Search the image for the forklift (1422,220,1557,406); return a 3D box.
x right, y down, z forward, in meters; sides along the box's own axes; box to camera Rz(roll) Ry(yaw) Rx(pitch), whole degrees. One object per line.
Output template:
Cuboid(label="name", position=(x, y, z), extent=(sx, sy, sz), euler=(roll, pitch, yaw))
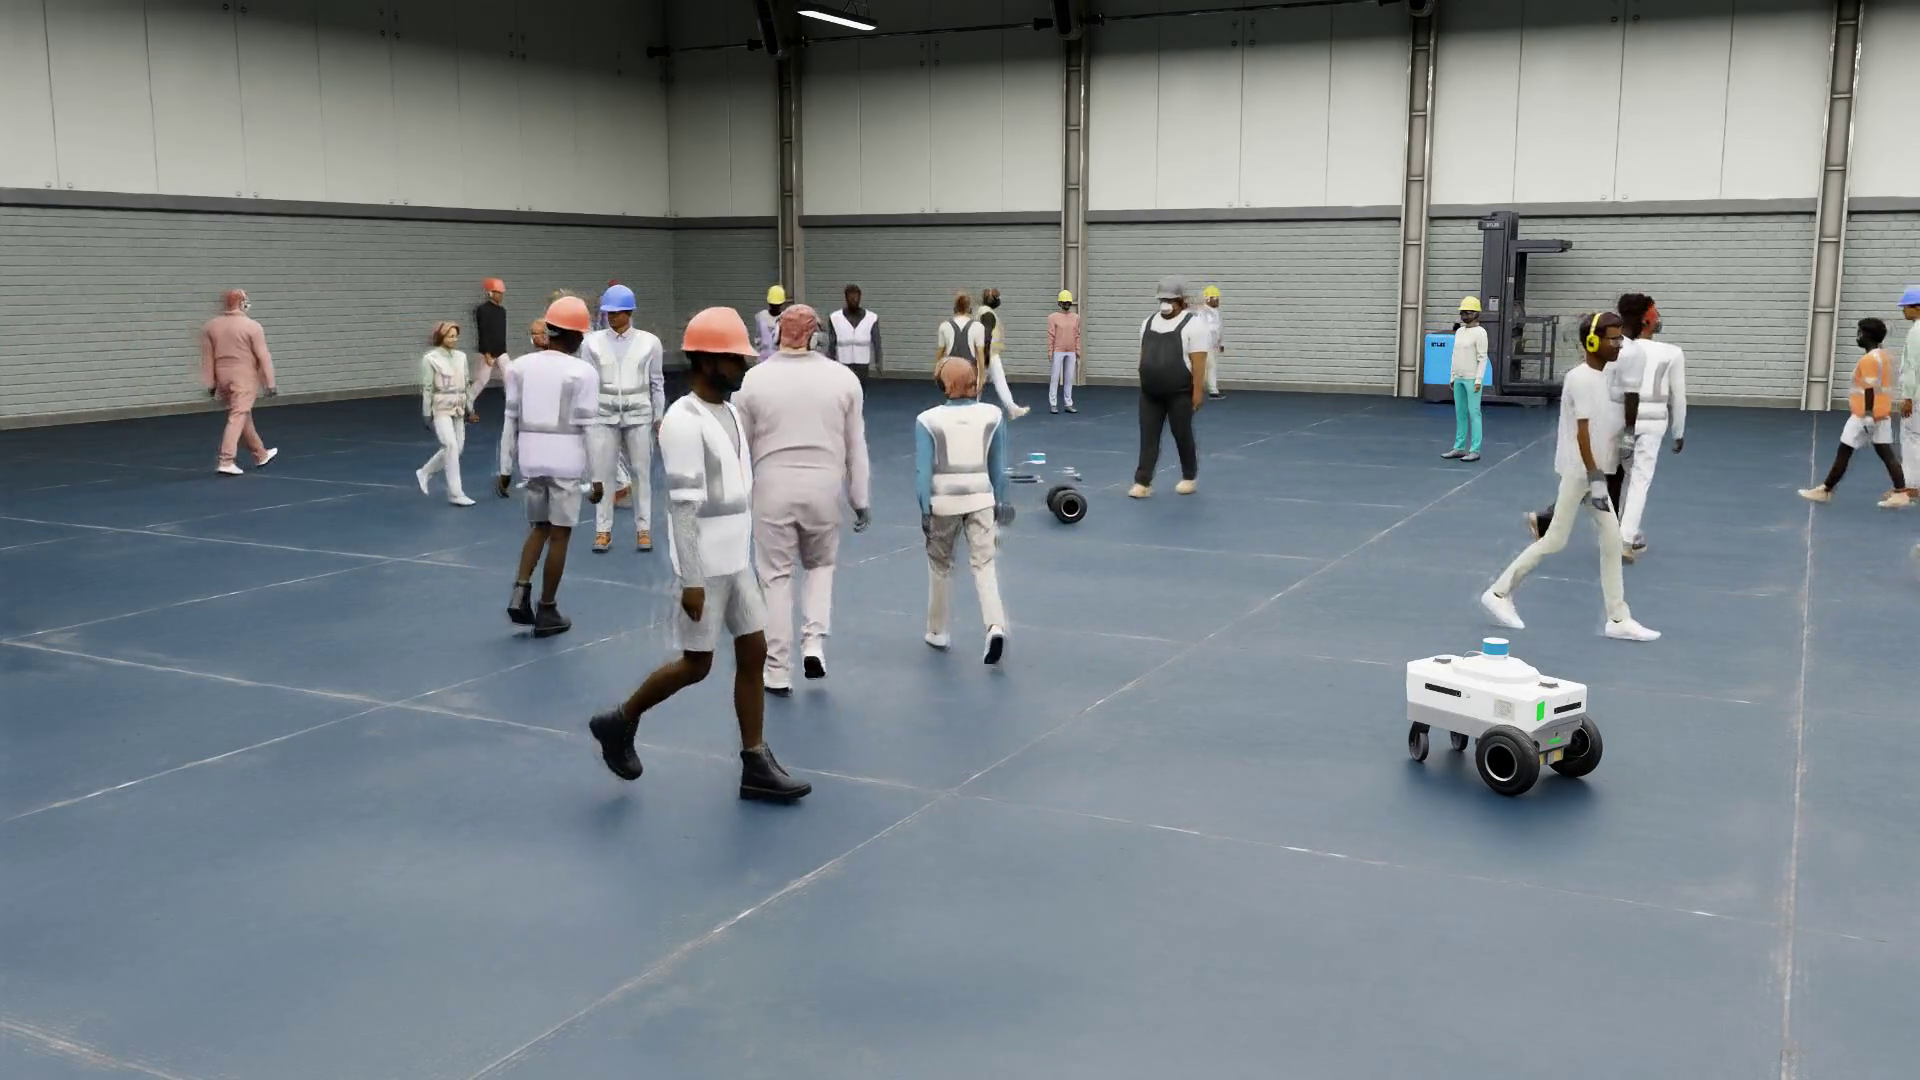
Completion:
Cuboid(label="forklift", position=(8.245, -3.527, 25.720), extent=(1.873, 2.768, 1.129), euler=(5, 10, 27))

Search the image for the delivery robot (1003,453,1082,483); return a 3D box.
Cuboid(label="delivery robot", position=(0.653, -0.602, 13.742), extent=(0.698, 0.223, 0.335), euler=(-1, 9, -4))

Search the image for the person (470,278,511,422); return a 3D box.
Cuboid(label="person", position=(-6.361, -2.557, 22.477), extent=(0.979, 1.958, 0.608), euler=(4, 10, 26))

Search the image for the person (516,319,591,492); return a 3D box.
Cuboid(label="person", position=(-3.773, -1.210, 15.216), extent=(0.794, 1.588, 0.520), euler=(-2, 9, -11))

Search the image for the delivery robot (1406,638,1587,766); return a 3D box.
Cuboid(label="delivery robot", position=(2.192, 0.646, 6.844), extent=(0.477, 0.478, 0.707), euler=(-7, 11, -35))

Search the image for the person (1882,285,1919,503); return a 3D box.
Cuboid(label="person", position=(8.551, -1.296, 14.764), extent=(0.564, 1.922, 0.652), euler=(8, 12, 40))

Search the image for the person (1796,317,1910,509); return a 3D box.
Cuboid(label="person", position=(7.812, -1.093, 14.355), extent=(0.890, 1.643, 0.546), euler=(8, 12, 42))

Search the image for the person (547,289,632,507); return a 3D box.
Cuboid(label="person", position=(-3.214, -1.192, 14.213), extent=(0.859, 1.904, 0.632), euler=(-6, 11, -35))

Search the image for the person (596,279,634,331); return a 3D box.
Cuboid(label="person", position=(-6.161, -3.694, 29.634), extent=(0.683, 1.906, 0.403), euler=(-4, 10, -23))

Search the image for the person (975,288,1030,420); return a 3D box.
Cuboid(label="person", position=(0.520, -2.529, 22.731), extent=(0.901, 1.802, 0.654), euler=(-1, 9, -6))

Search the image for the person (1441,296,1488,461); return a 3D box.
Cuboid(label="person", position=(5.494, -1.748, 18.043), extent=(0.314, 1.768, 0.527), euler=(-3, 10, -20))

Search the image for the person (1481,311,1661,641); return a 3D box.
Cuboid(label="person", position=(3.465, -0.374, 9.394), extent=(0.952, 1.834, 0.537), euler=(7, 12, 37))

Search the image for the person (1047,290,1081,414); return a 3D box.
Cuboid(label="person", position=(1.510, -2.710, 23.979), extent=(0.533, 1.767, 0.323), euler=(-4, 10, -24))

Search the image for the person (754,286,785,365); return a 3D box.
Cuboid(label="person", position=(-2.184, -2.083, 19.797), extent=(0.615, 1.863, 0.712), euler=(2, 10, 15))

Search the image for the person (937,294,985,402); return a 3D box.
Cuboid(label="person", position=(0.005, -1.756, 18.006), extent=(0.546, 1.786, 0.958), euler=(1, 9, 4))

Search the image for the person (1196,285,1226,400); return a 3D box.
Cuboid(label="person", position=(3.983, -3.176, 26.696), extent=(0.681, 1.817, 0.602), euler=(7, 12, 39))

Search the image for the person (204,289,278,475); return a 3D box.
Cuboid(label="person", position=(-7.265, -1.607, 16.895), extent=(0.663, 1.853, 1.037), euler=(3, 10, 16))

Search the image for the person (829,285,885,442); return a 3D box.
Cuboid(label="person", position=(-1.201, -2.017, 19.361), extent=(0.623, 1.864, 0.952), euler=(-1, 9, -9))

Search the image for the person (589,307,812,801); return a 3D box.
Cuboid(label="person", position=(-1.013, 0.061, 6.424), extent=(0.835, 1.915, 0.551), euler=(3, 10, 18))

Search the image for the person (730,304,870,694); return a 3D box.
Cuboid(label="person", position=(-0.820, -0.200, 8.126), extent=(0.758, 1.881, 0.450), euler=(-2, 9, -13))

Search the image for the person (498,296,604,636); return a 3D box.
Cuboid(label="person", position=(-2.291, -0.418, 9.424), extent=(0.594, 1.902, 0.481), euler=(3, 10, 17))

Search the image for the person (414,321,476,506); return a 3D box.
Cuboid(label="person", position=(-4.567, -1.119, 14.614), extent=(0.658, 1.612, 0.529), euler=(4, 10, 24))

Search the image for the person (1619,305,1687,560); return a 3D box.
Cuboid(label="person", position=(4.881, -0.788, 11.962), extent=(0.587, 1.830, 0.992), euler=(6, 11, 33))

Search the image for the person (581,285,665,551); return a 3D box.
Cuboid(label="person", position=(-2.473, -0.892, 12.214), extent=(0.605, 1.943, 0.402), euler=(-1, 9, -6))

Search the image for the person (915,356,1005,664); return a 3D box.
Cuboid(label="person", position=(0.024, -0.167, 8.789), extent=(0.514, 1.607, 0.785), euler=(-2, 10, -15))

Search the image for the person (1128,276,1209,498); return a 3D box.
Cuboid(label="person", position=(1.909, -1.402, 15.194), extent=(0.695, 2.000, 0.840), euler=(7, 11, 35))

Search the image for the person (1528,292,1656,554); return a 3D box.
Cuboid(label="person", position=(4.569, -0.832, 11.993), extent=(0.875, 1.913, 0.620), euler=(-1, 9, -5))
